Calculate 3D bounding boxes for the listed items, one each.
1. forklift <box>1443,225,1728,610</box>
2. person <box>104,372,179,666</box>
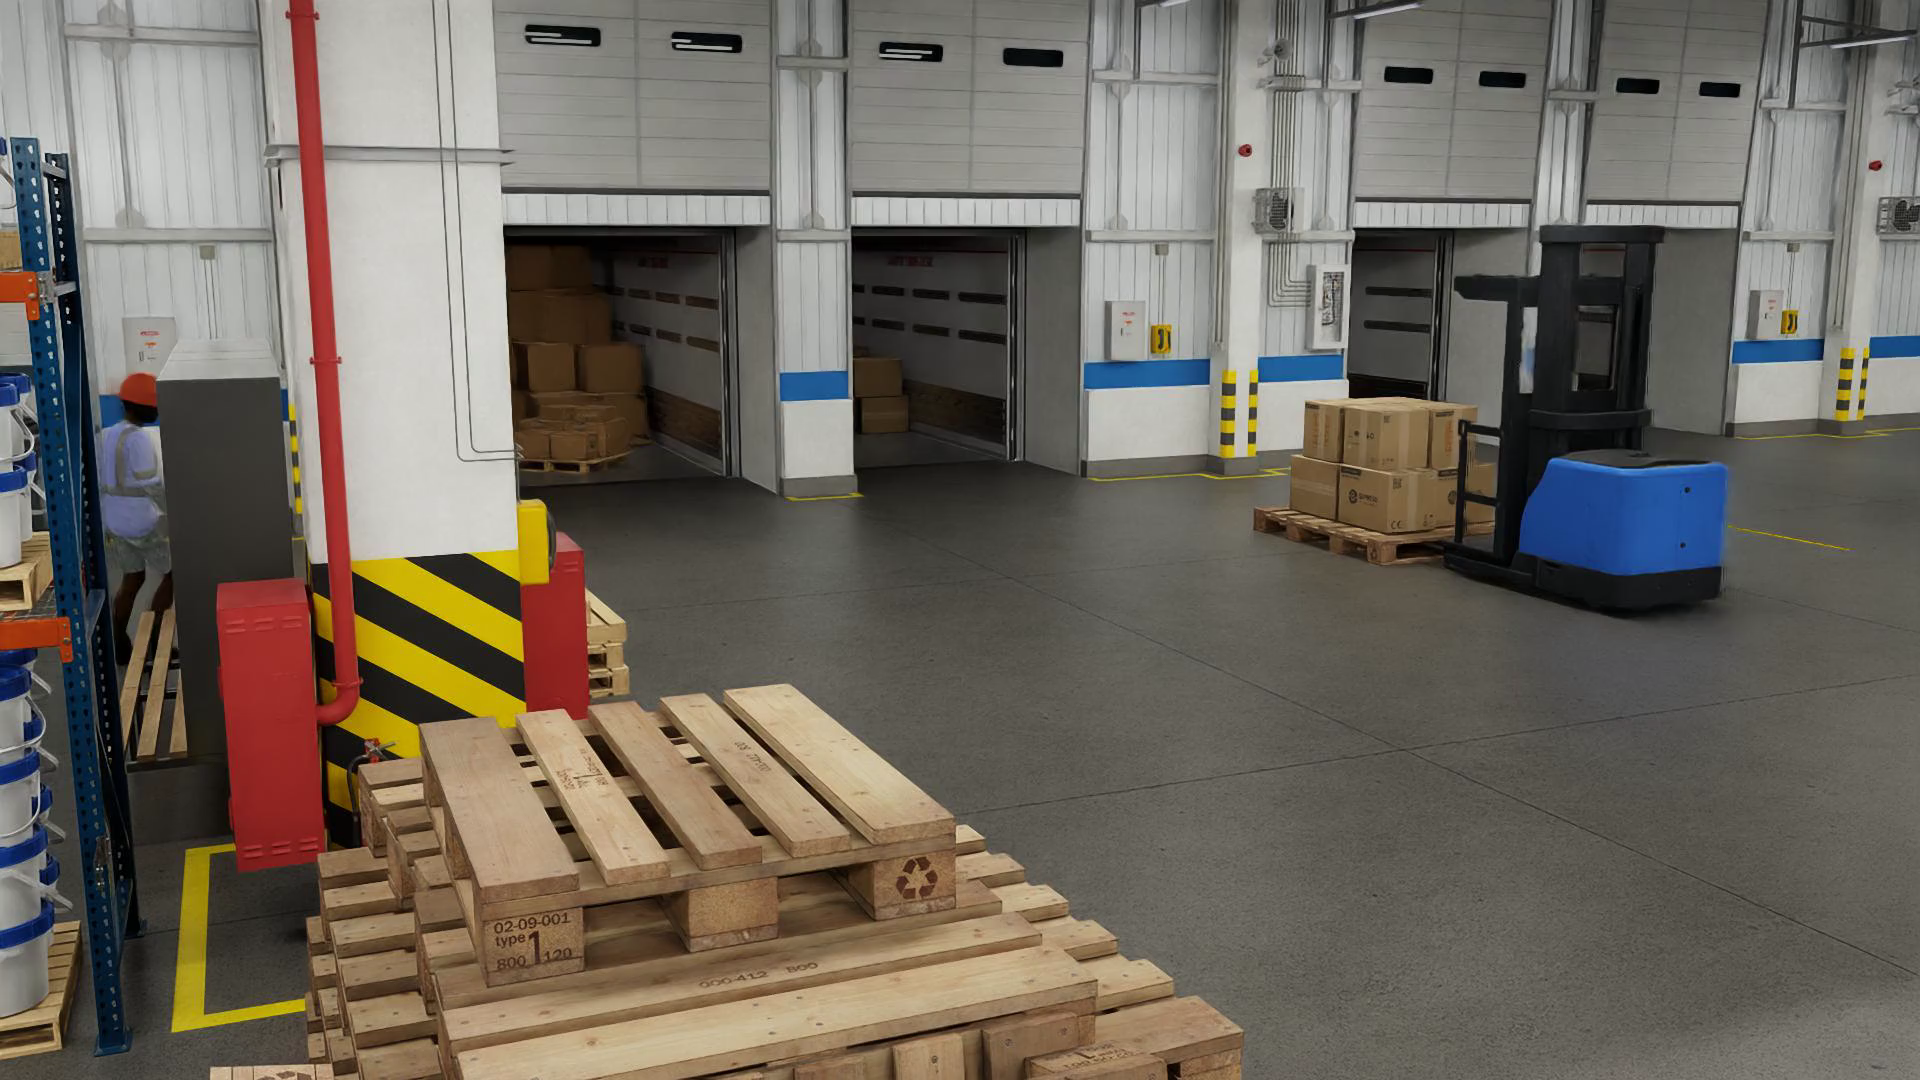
[{"bbox_3d":[4.841,-1.011,12.756,1.129,2.768,1.873,-4,11,-23],"label":"forklift"},{"bbox_3d":[-5.186,-0.110,10.503,0.491,1.897,0.567,-9,13,-39],"label":"person"}]
